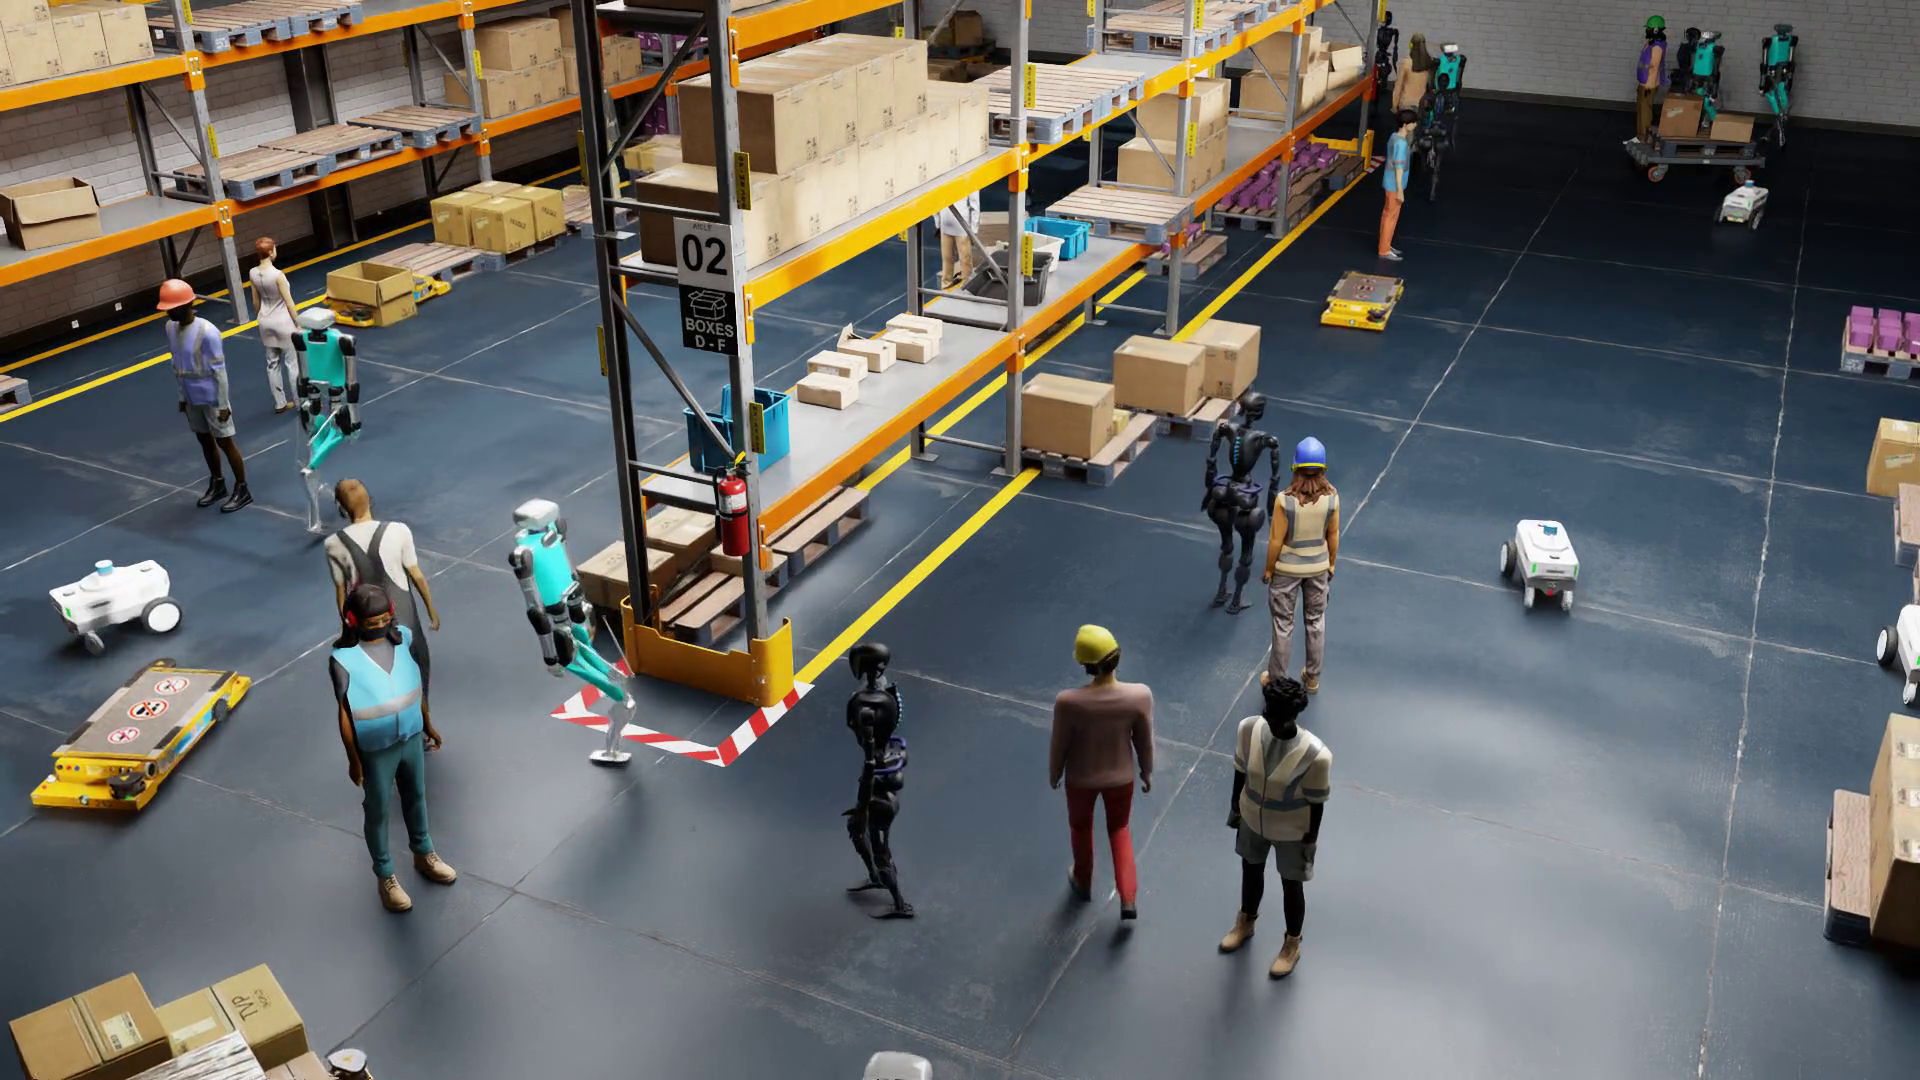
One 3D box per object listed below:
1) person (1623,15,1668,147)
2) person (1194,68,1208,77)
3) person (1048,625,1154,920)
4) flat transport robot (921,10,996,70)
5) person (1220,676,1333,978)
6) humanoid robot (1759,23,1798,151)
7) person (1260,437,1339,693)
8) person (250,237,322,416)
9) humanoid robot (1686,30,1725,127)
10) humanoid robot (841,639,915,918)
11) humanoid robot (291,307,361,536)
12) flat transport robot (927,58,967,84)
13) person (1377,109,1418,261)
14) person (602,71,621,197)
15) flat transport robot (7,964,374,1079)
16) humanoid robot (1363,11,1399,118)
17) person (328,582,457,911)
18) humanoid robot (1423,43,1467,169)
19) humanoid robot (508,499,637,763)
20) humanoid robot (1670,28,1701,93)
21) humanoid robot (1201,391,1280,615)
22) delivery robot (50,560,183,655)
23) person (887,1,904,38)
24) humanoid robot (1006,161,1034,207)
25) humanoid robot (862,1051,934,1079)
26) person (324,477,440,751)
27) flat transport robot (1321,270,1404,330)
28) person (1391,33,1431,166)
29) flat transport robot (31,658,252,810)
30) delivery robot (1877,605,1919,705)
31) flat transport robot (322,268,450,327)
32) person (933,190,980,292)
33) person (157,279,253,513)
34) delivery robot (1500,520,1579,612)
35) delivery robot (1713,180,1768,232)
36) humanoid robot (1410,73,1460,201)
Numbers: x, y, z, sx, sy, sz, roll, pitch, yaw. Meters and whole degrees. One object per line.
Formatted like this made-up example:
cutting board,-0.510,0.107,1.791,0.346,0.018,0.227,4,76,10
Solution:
person,10.165,-6.752,24.560,0.427,1.924,0.530,3,27,7
person,3.288,-6.172,23.430,0.638,1.877,0.898,7,27,13
person,0.730,1.215,8.666,0.553,1.734,0.576,-4,27,-8
flat transport robot,-0.135,-8.902,30.759,1.431,0.231,0.659,21,33,36
person,1.577,1.413,8.323,0.535,1.693,0.320,21,33,36
humanoid robot,12.211,-6.660,24.613,0.559,1.800,0.936,-4,27,-8
person,2.184,0.177,10.718,0.479,1.776,0.323,-4,27,-8
person,-6.183,-1.933,15.115,0.448,1.658,0.285,9,28,17
humanoid robot,11.010,-6.567,24.417,0.702,1.818,0.530,-13,29,-24
humanoid robot,-0.433,1.258,8.658,0.387,1.648,0.587,2,26,3
humanoid robot,-5.018,-0.824,12.834,0.536,1.776,0.975,7,27,13
flat transport robot,-0.482,-6.666,26.244,1.431,0.231,0.659,11,28,21
person,5.124,-4.162,19.508,0.335,1.759,0.495,3,26,6
person,-4.550,-5.121,21.346,0.373,1.842,0.569,0,26,-1
flat transport robot,-3.179,2.757,7.209,1.431,0.231,0.659,-20,32,-34
humanoid robot,6.694,-7.645,26.652,0.600,1.630,0.620,-9,28,-17
person,-3.027,1.067,8.817,0.390,1.871,0.527,19,32,34
humanoid robot,6.750,-6.208,23.686,0.560,1.789,0.818,-6,27,-12
humanoid robot,-2.187,0.648,9.915,0.785,1.849,0.544,6,27,12
humanoid robot,10.954,-6.925,25.200,0.640,1.638,0.609,7,27,14
humanoid robot,1.969,-0.270,11.736,0.603,1.646,0.325,18,32,32
delivery robot,-5.880,0.422,11.594,0.751,0.587,0.521,-23,34,-38
person,-1.123,-9.535,30.304,0.377,1.818,0.520,18,31,32
humanoid robot,0.762,-5.143,21.578,0.374,1.642,0.616,-22,34,-37
humanoid robot,-0.185,2.681,5.716,0.603,1.786,0.812,4,27,7
person,-3.447,0.502,10.027,0.592,1.810,0.579,-6,27,-12
flat transport robot,4.381,-2.604,18.038,0.659,0.231,1.431,10,28,19
person,6.430,-6.242,23.614,0.562,1.849,0.827,-7,27,-14
flat transport robot,-5.074,1.191,10.372,0.659,0.231,1.431,2,26,5
delivery robot,6.417,0.728,10.983,0.499,0.592,0.774,9,28,17
flat transport robot,-6.276,-2.640,18.111,0.659,0.231,1.431,10,28,20
person,-0.052,-3.371,17.912,0.563,1.752,0.337,16,31,30
person,-6.034,-1.143,13.222,0.543,1.929,0.383,13,29,24
delivery robot,4.280,0.145,12.181,0.499,0.612,0.805,4,27,7
delivery robot,9.916,-4.253,21.012,0.499,0.565,0.745,21,33,36
humanoid robot,6.274,-5.332,22.004,0.591,1.624,0.782,8,27,15
